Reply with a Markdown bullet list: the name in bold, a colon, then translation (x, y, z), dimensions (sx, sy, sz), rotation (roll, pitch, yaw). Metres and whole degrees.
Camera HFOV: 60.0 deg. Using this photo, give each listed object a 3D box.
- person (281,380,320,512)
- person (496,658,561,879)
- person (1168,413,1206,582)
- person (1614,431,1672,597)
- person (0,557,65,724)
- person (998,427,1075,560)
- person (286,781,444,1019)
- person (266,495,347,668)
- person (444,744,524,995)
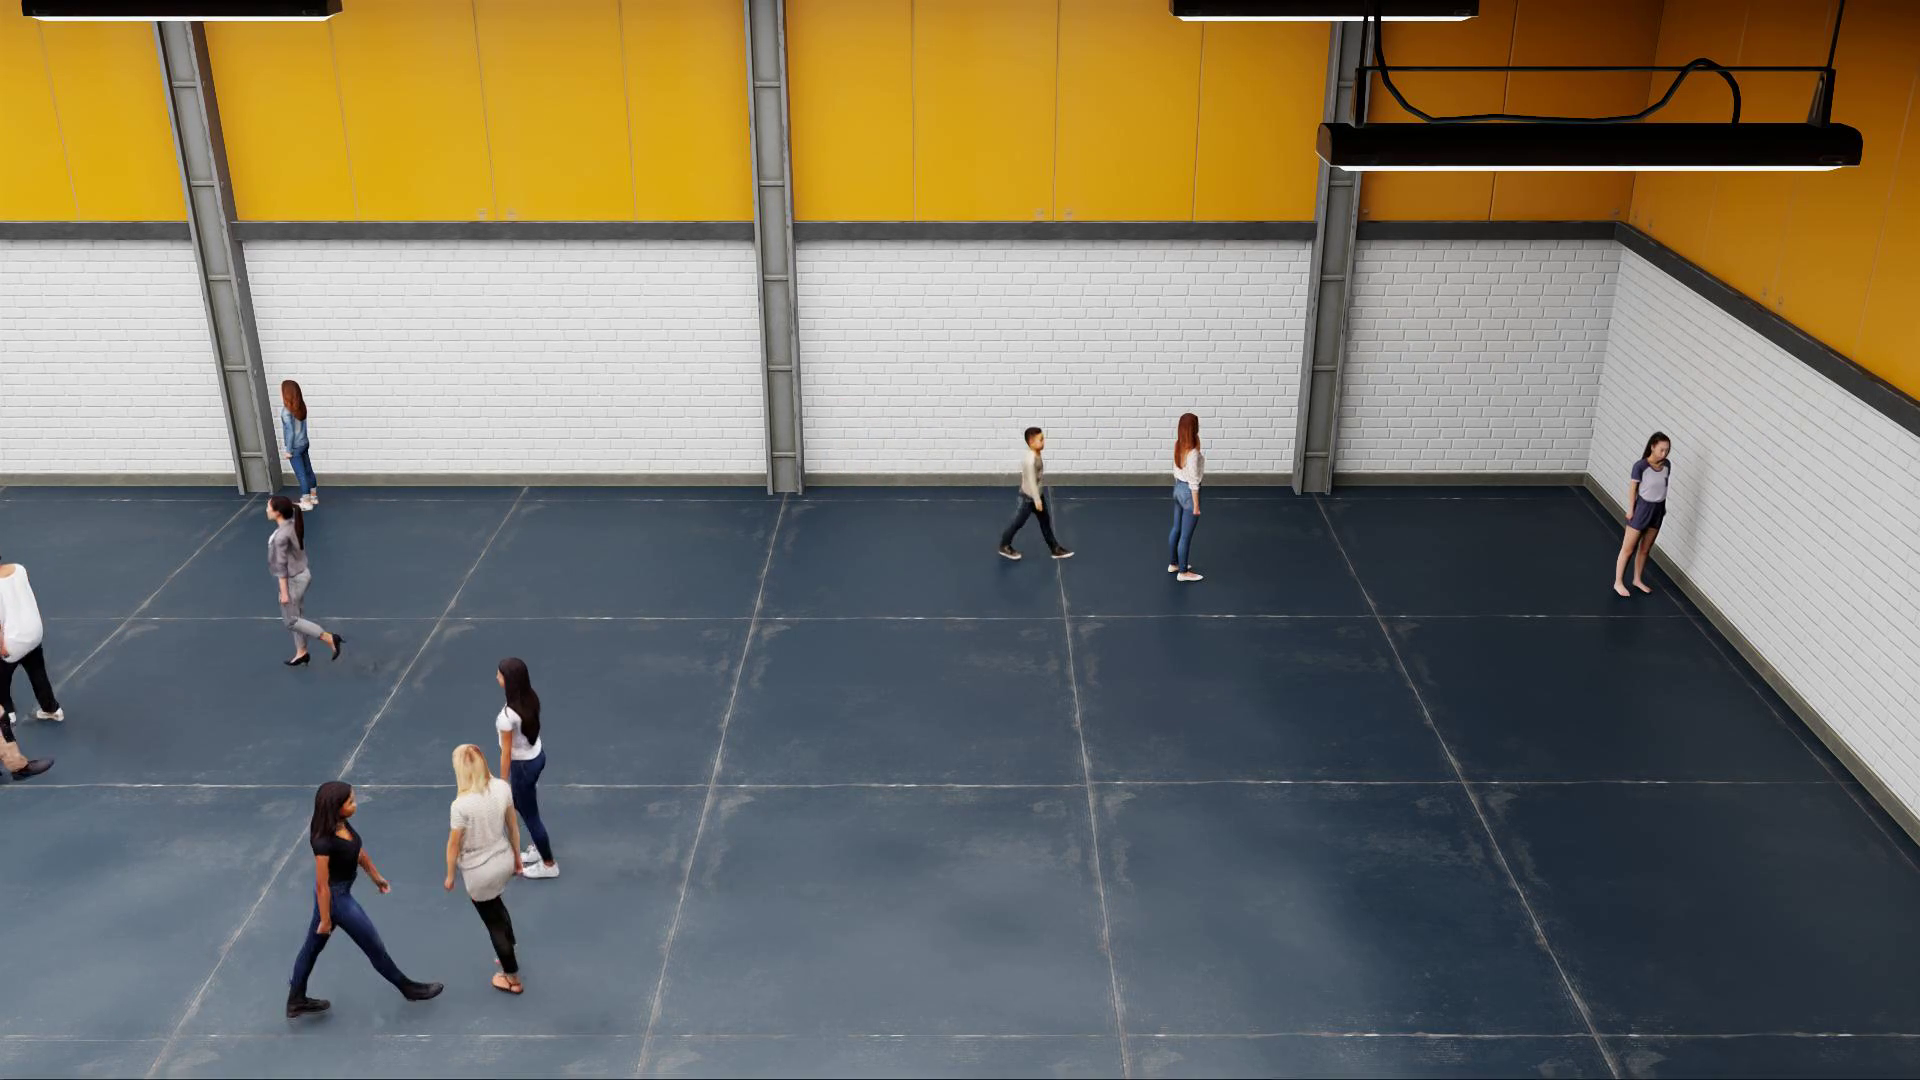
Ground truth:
- **person**: translation (-7.262, -1.052, 18.253), dimensions (0.512, 1.477, 0.568), rotation (1, 24, 3)
- **person**: translation (-2.983, 1.630, 11.764), dimensions (0.627, 1.761, 0.642), rotation (3, 24, 7)
- **person**: translation (2.247, -0.442, 16.545), dimensions (0.601, 1.728, 0.630), rotation (-7, 25, -15)
- **person**: translation (6.678, -0.264, 16.234), dimensions (0.571, 1.652, 0.717), rotation (-8, 25, -18)
- **person**: translation (-7.800, 0.797, 13.792), dimensions (0.926, 1.663, 0.783), rotation (5, 24, 12)
- **person**: translation (0.652, -0.446, 16.929), dimensions (1.075, 1.428, 0.774), rotation (8, 25, 18)
- **person**: translation (-3.968, 2.294, 10.356), dimensions (1.242, 1.673, 0.761), rotation (-6, 24, -13)
- **person**: translation (-5.813, 0.404, 14.697), dimensions (0.816, 1.659, 0.618), rotation (0, 24, -1)
- **person**: translation (-2.917, 2.137, 10.548), dimensions (0.776, 1.807, 0.730), rotation (16, 28, 32)
